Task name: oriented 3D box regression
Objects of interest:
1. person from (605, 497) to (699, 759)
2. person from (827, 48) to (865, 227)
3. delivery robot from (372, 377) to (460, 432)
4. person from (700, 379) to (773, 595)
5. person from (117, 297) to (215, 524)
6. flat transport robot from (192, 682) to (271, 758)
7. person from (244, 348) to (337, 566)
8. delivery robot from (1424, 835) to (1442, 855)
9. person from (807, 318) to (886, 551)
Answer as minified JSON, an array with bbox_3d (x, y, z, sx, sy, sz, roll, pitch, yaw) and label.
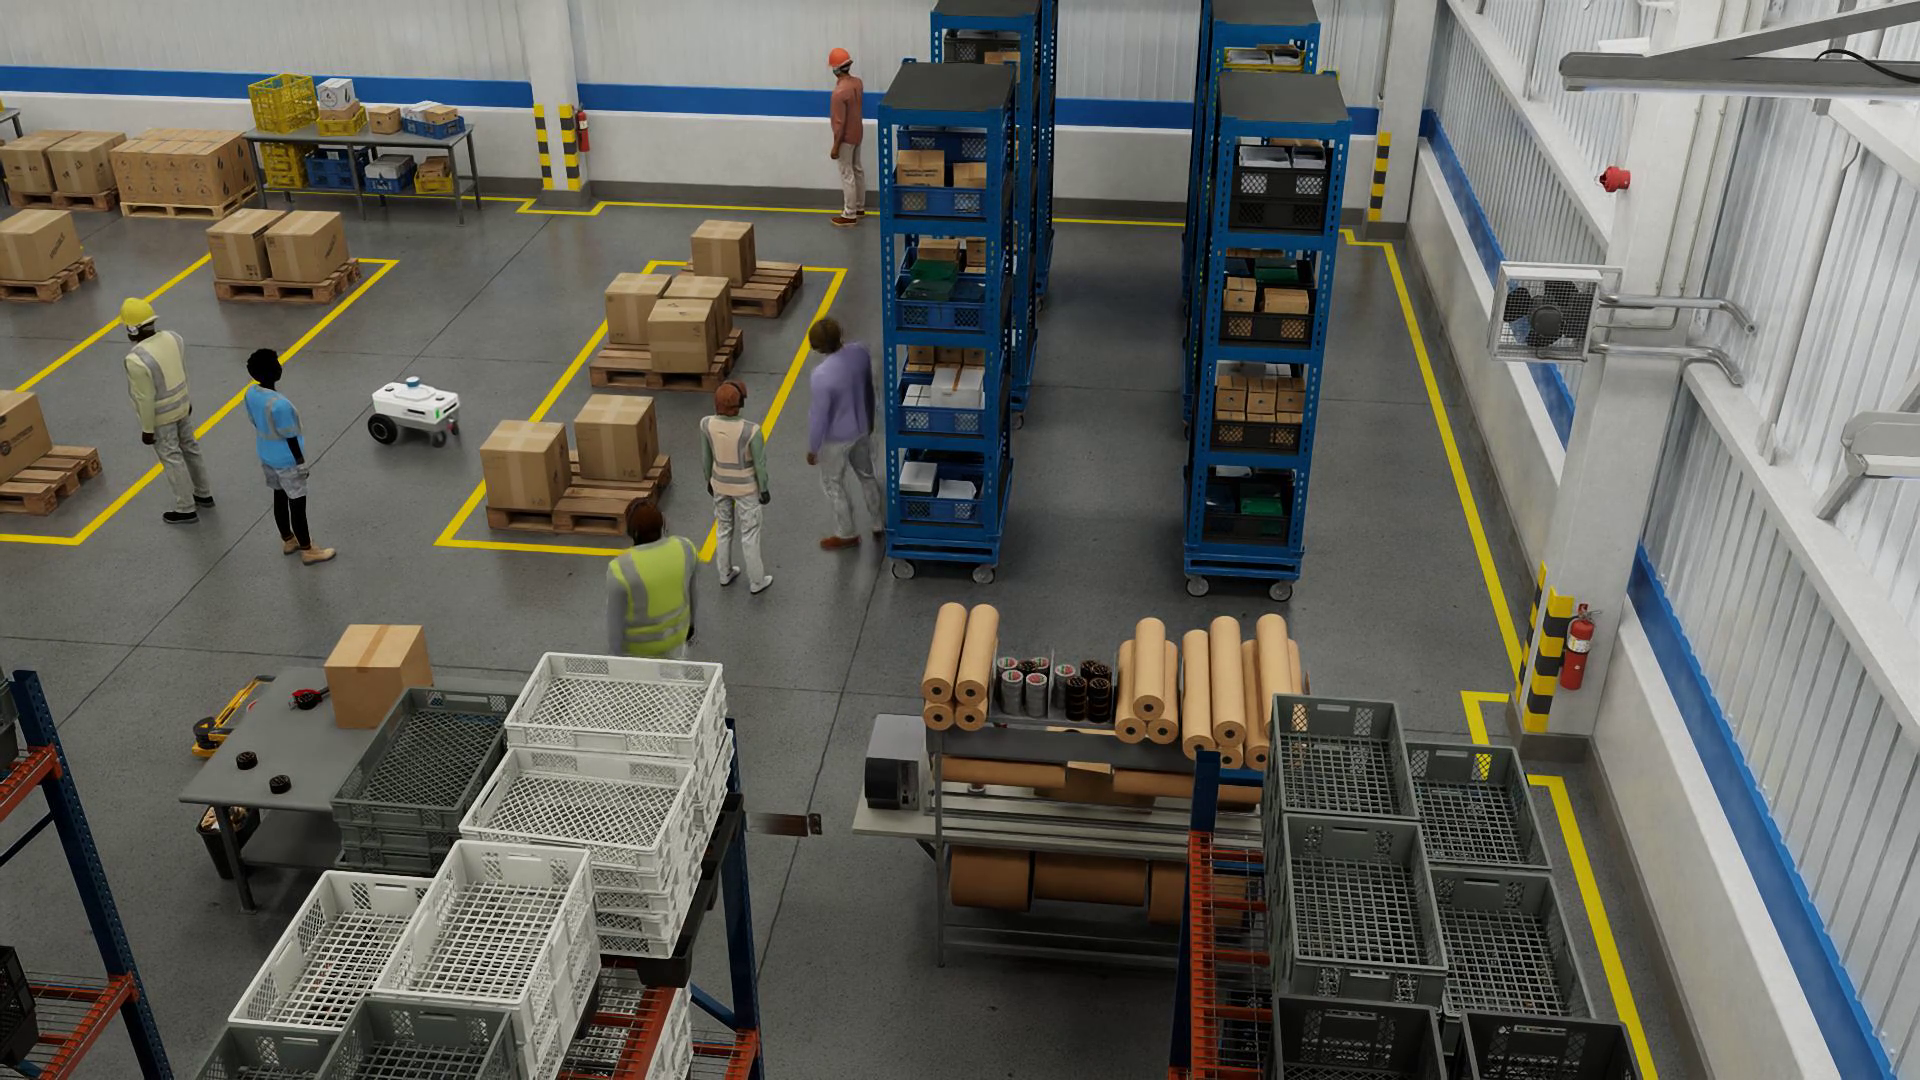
[{"bbox_3d":[-1.854,0.572,10.122,0.654,1.832,0.437,-25,39,-36],"label":"person"},{"bbox_3d":[-1.290,-4.537,18.747,0.391,1.986,0.608,12,32,19],"label":"person"},{"bbox_3d":[-4.659,-1.159,14.267,0.707,0.478,0.477,11,32,18],"label":"delivery robot"},{"bbox_3d":[-1.610,-0.377,11.954,0.518,1.633,0.312,13,33,21],"label":"person"},{"bbox_3d":[-6.143,-0.999,12.820,0.404,1.830,0.603,5,31,8],"label":"person"},{"bbox_3d":[-4.089,1.163,10.648,1.431,0.197,0.652,3,30,6],"label":"flat transport robot"},{"bbox_3d":[-4.998,-0.619,12.299,0.531,1.698,0.320,24,38,35],"label":"person"},{"bbox_3d":[2.557,1.856,9.089,0.477,0.478,0.707,-3,30,-5],"label":"delivery robot"},{"bbox_3d":[-0.829,-0.801,12.416,0.360,1.903,0.763,19,35,29],"label":"person"}]
